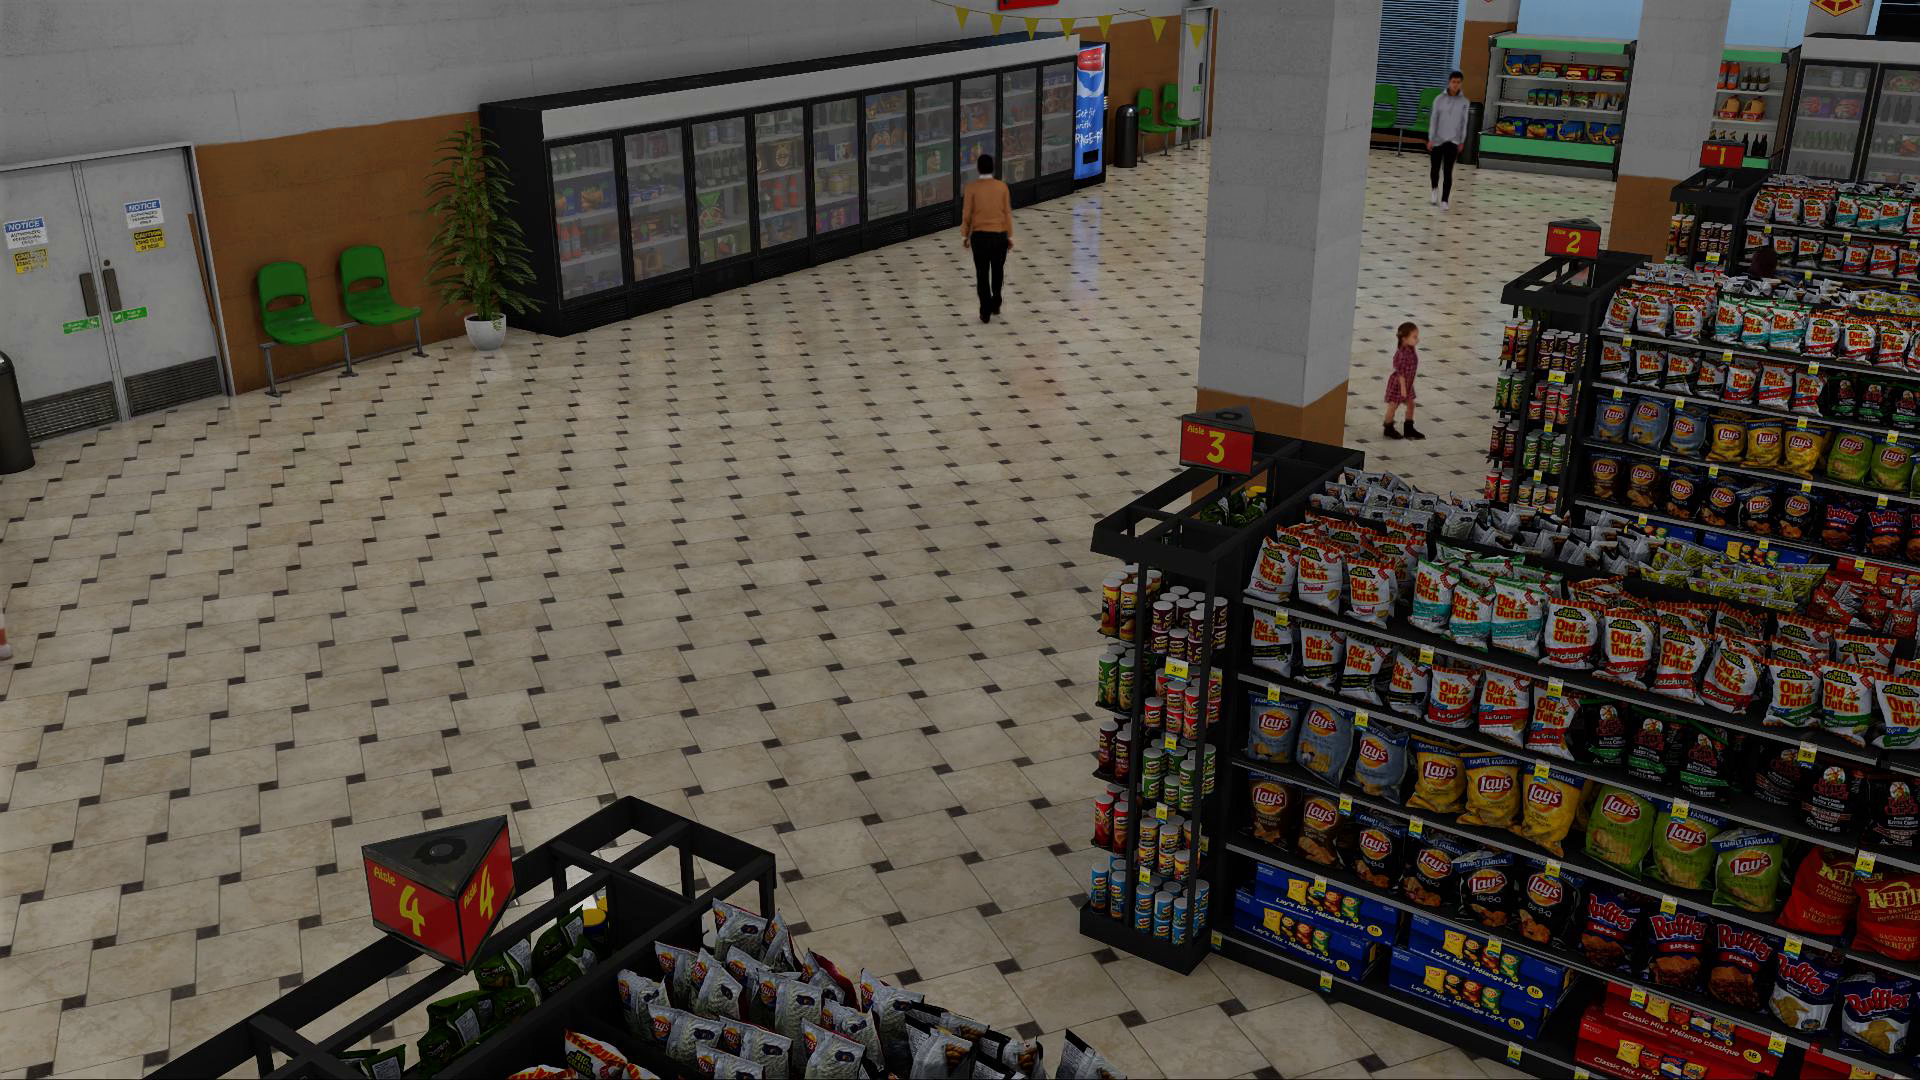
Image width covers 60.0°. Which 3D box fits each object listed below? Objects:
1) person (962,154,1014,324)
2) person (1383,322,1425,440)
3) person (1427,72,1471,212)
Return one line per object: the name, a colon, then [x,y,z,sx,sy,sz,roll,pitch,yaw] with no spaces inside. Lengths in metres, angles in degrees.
person: [0.313,-3.155,17.537,0.860,1.738,0.923,-3,22,-6]
person: [3.682,-1.343,14.004,0.552,1.010,0.436,15,26,33]
person: [6.847,-5.637,23.502,1.222,1.897,1.011,6,23,15]
